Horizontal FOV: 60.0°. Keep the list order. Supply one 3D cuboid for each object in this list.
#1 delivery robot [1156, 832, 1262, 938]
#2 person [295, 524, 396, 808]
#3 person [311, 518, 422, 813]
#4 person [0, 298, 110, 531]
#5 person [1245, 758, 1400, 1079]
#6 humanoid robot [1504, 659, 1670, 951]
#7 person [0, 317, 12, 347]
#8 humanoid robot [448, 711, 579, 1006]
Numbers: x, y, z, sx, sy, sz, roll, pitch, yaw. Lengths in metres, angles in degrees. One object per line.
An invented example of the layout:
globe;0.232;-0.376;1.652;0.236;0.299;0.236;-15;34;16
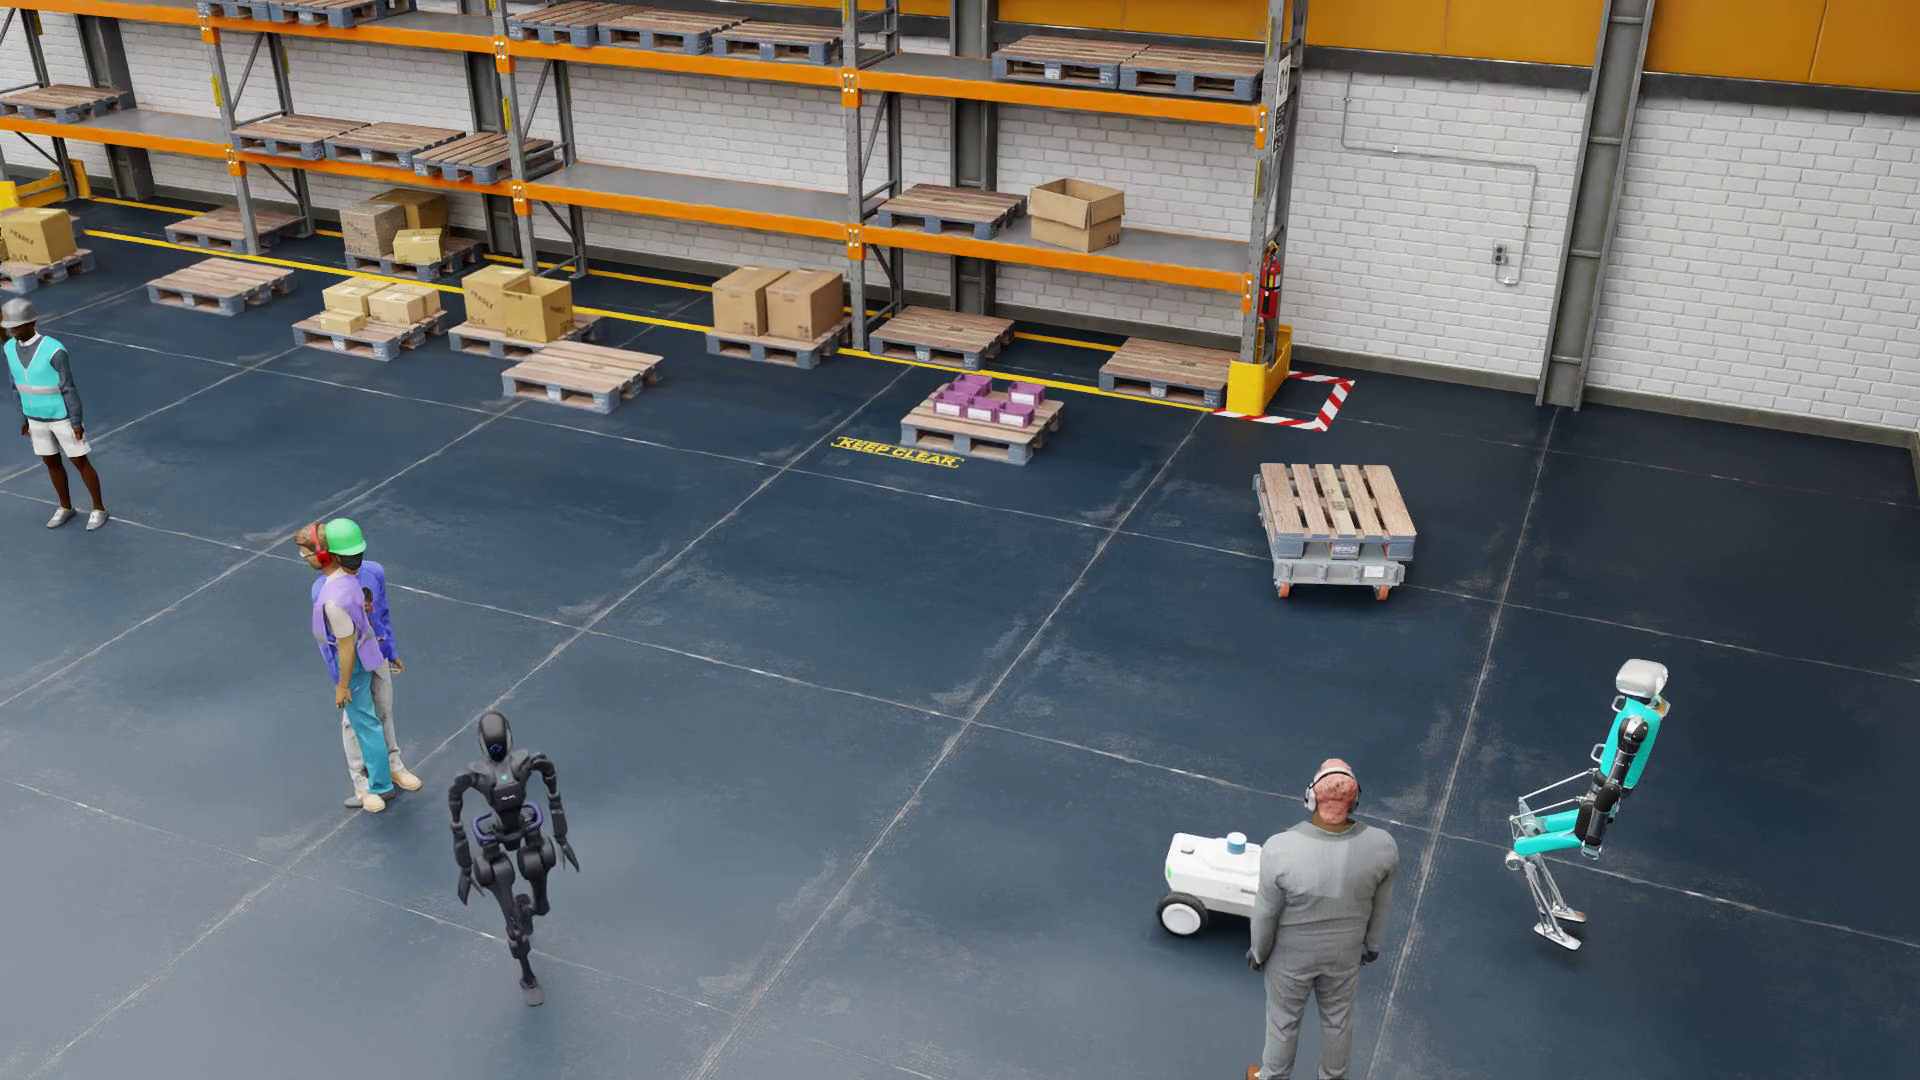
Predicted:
delivery robot;1.442;1.863;9.025;0.783;0.612;0.520;8;28;15
person;-3.577;0.728;9.808;0.391;1.837;0.562;-5;28;-10
person;-3.508;0.714;9.802;0.354;1.874;0.459;20;33;33
person;-7.119;-0.988;13.041;0.554;1.931;0.454;4;28;8
person;1.623;1.824;7.611;0.650;1.907;0.413;-3;27;-6
humanoid robot;3.162;1.320;8.625;0.735;1.677;0.533;15;31;27
person;-9.721;-2.640;16.246;0.818;1.932;0.377;-24;36;-38
humanoid robot;-2.291;1.536;8.461;0.609;1.641;0.701;-13;30;-24
